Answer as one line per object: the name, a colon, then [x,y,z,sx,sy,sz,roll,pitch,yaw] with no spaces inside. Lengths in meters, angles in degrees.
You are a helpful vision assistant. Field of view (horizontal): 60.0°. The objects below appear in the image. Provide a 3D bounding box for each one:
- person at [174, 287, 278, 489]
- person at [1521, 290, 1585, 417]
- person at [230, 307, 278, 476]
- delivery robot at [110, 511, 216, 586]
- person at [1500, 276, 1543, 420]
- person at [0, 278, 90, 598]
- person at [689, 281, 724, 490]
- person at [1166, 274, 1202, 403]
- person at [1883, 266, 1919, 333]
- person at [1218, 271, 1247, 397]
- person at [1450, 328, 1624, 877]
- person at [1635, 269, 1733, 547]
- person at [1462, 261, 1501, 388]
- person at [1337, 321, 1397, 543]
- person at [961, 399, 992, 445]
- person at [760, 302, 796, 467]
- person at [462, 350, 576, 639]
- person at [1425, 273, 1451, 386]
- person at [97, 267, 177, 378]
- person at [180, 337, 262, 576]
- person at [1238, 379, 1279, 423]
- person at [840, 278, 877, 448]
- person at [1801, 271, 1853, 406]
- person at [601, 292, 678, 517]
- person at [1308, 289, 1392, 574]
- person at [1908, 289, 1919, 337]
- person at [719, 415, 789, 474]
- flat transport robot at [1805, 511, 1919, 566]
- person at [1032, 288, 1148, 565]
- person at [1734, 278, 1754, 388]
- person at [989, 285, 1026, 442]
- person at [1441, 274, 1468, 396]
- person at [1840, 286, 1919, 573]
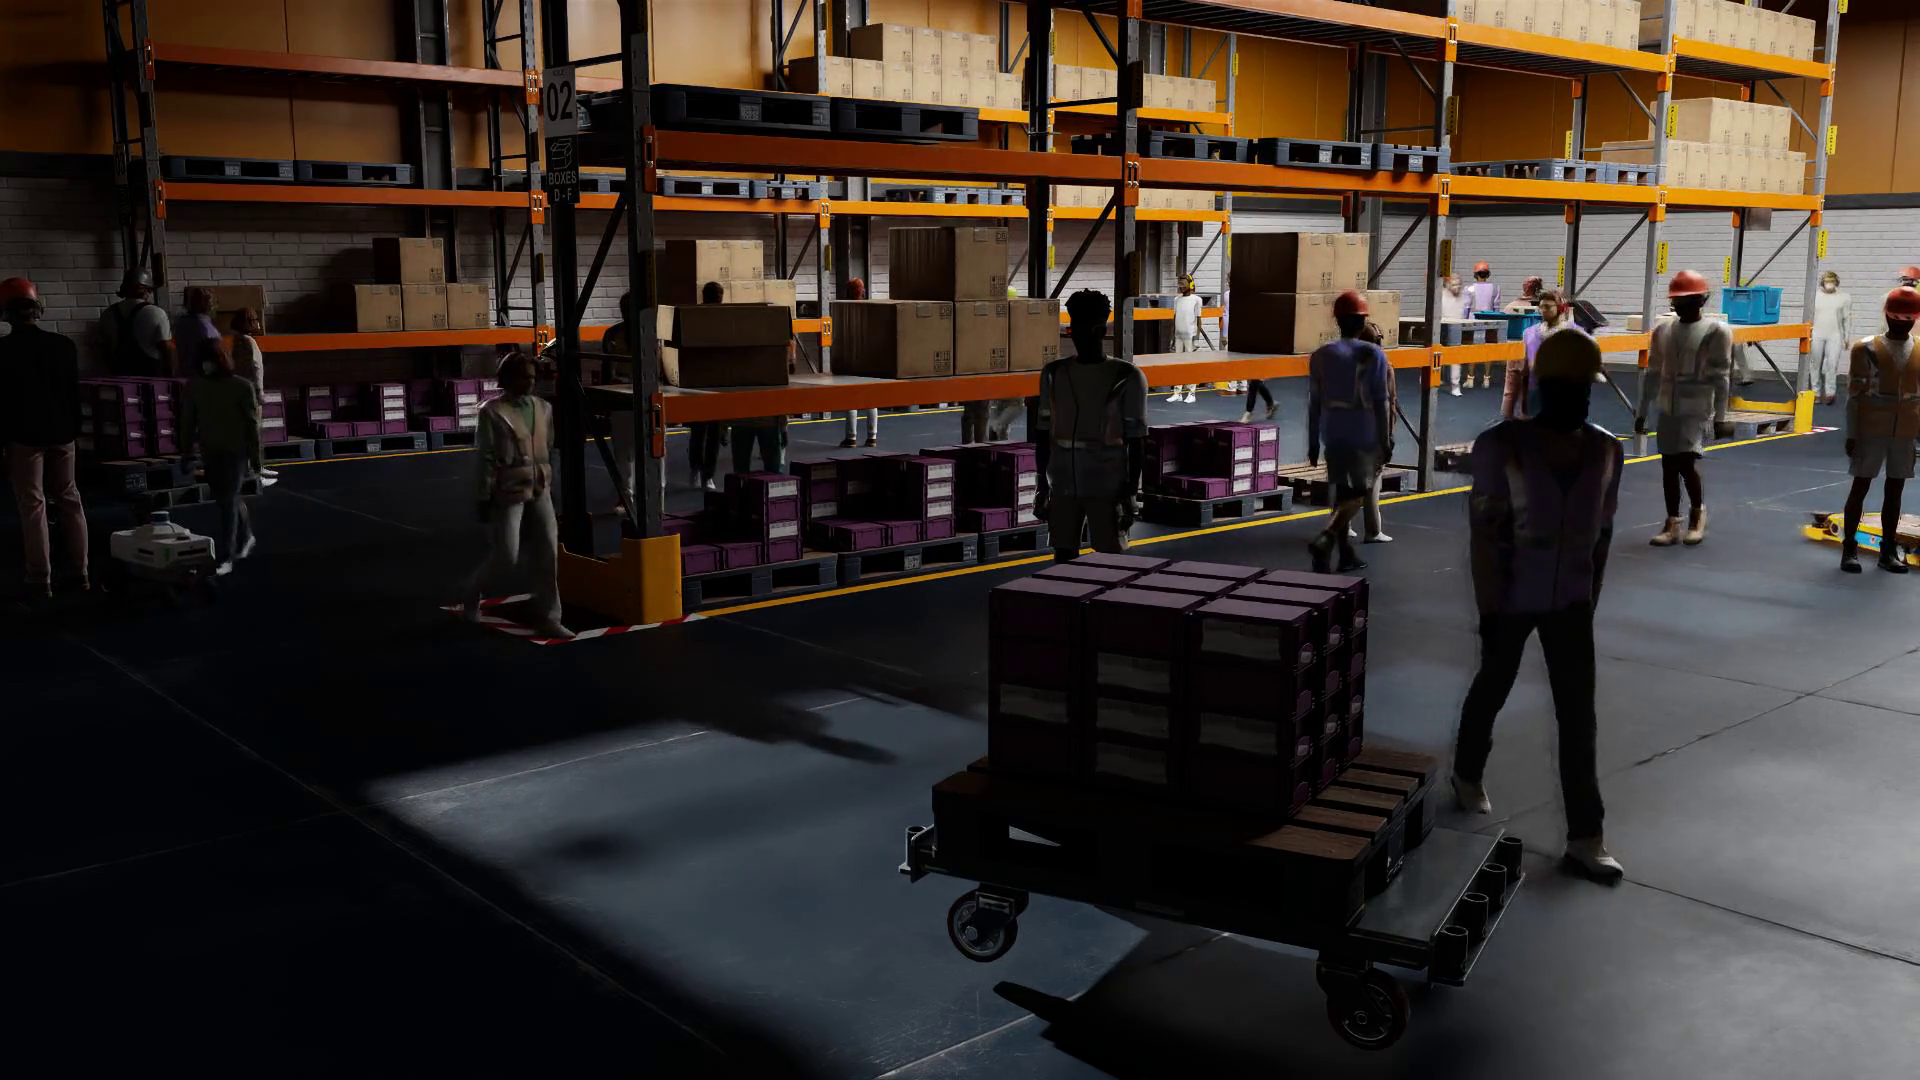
person: [-6.732,-1.328,14.875,0.644,1.855,0.987,8,12,38]
person: [5.213,-1.276,14.607,0.565,1.833,0.578,-9,13,-43]
person: [-6.875,-1.435,16.131,0.286,1.633,0.500,-8,13,-40]
delivery robot: [-4.901,0.066,10.222,0.707,0.478,0.477,7,12,36]
person: [6.421,-2.021,18.811,0.397,1.899,0.635,-6,12,-32]
person: [-5.774,-0.631,10.383,0.392,1.989,0.610,5,11,28]
person: [-2.261,-1.384,15.053,0.619,1.891,0.458,-4,10,-22]
person: [3.264,-2.925,24.186,0.509,1.865,0.328,8,13,41]
person: [13.651,-2.951,24.034,0.662,1.971,0.623,-8,12,-38]
person: [4.176,-3.133,25.206,0.360,1.932,0.629,9,13,42]
person: [2.089,0.173,6.024,0.590,1.883,0.997,-1,10,-5]
person: [5.247,-0.945,12.109,0.416,2.027,0.623,-6,12,-33]
person: [8.377,-3.465,26.812,0.608,2.048,0.365,0,10,1]
person: [3.006,-0.796,12.360,0.306,1.645,0.521,-8,13,-41]
person: [0.197,-1.620,16.622,0.404,1.837,0.590,-5,11,-28]
person: [-1.940,-1.608,17.047,0.531,1.665,0.813,-1,10,-5]
person: [-2.491,-0.253,9.278,0.667,1.614,0.522,7,12,35]
person: [7.869,-3.509,27.308,0.628,1.972,0.552,-6,12,-33]
person: [-7.539,-1.516,15.415,0.675,2.000,0.536,1,10,7]
person: [-5.022,-0.598,11.369,0.500,1.587,0.858,0,10,2]
person: [3.820,-2.297,21.165,0.910,1.644,0.542,-9,13,-41]
person: [-1.136,-1.960,18.468,0.573,1.887,0.356,-4,11,-24]
person: [12.327,-2.858,23.683,0.657,1.894,0.994,4,11,23]
person: [-2.610,-1.091,13.567,0.683,1.831,0.525,1,10,5]
person: [2.509,-0.686,10.945,0.538,1.917,0.826,9,13,42]
person: [10.238,-1.814,17.664,1.008,1.871,0.606,-2,10,-13]
person: [-1.522,-0.841,12.307,0.536,1.761,0.356,0,10,2]
flat transport robot: [6.746,-0.015,11.803,0.652,0.197,1.431,-1,10,-7]
person: [0.639,-0.279,8.390,0.606,1.966,0.367,5,11,27]
person: [12.454,-3.316,26.733,0.947,1.786,0.592,-1,10,-6]
person: [0.459,-1.798,17.724,0.560,1.814,0.602,-9,13,-41]
person: [7.427,-3.141,25.446,0.655,1.868,0.726,-3,10,-16]
person: [6.231,-0.729,11.148,0.547,1.925,0.391,2,10,9]
